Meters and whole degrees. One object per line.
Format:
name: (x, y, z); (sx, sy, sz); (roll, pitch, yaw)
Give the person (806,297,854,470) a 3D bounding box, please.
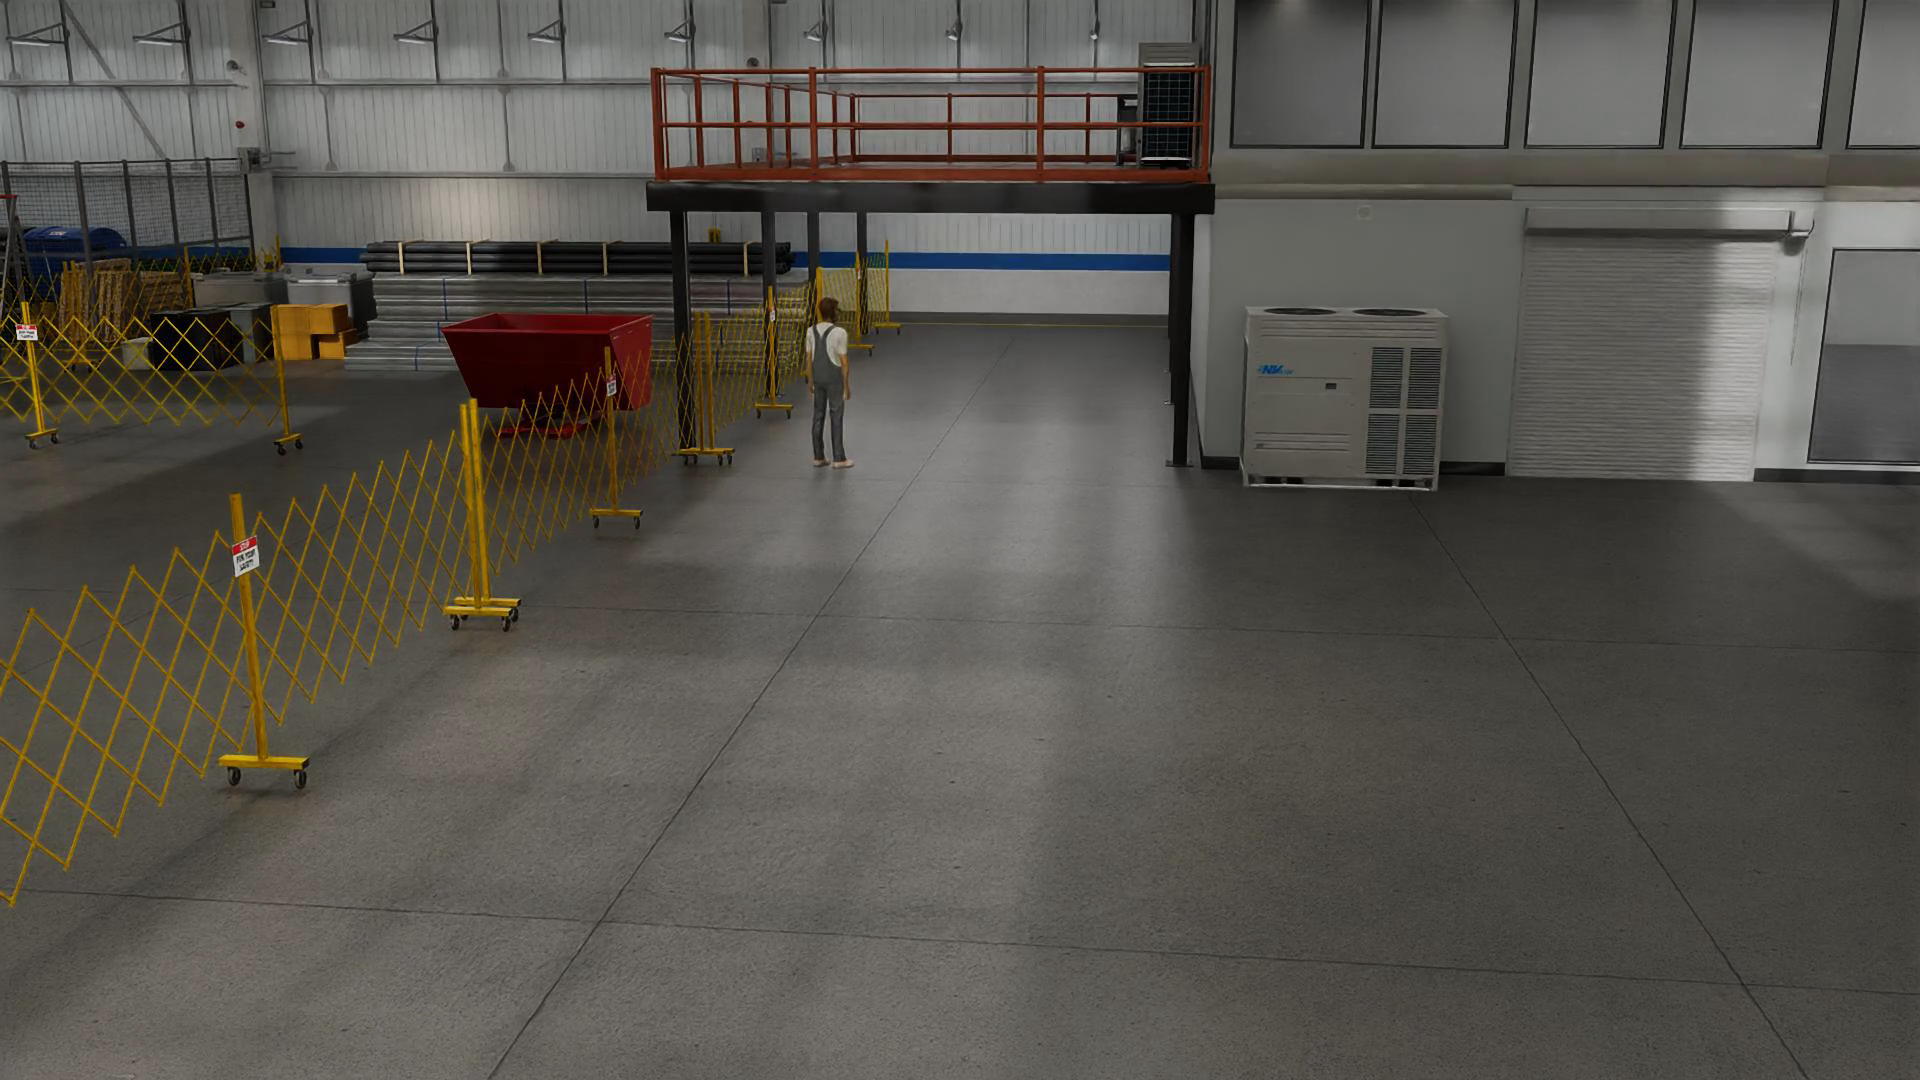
person: (-1.405, -1.673, 17.794); (0.506, 1.842, 0.344); (7, 15, 27)
